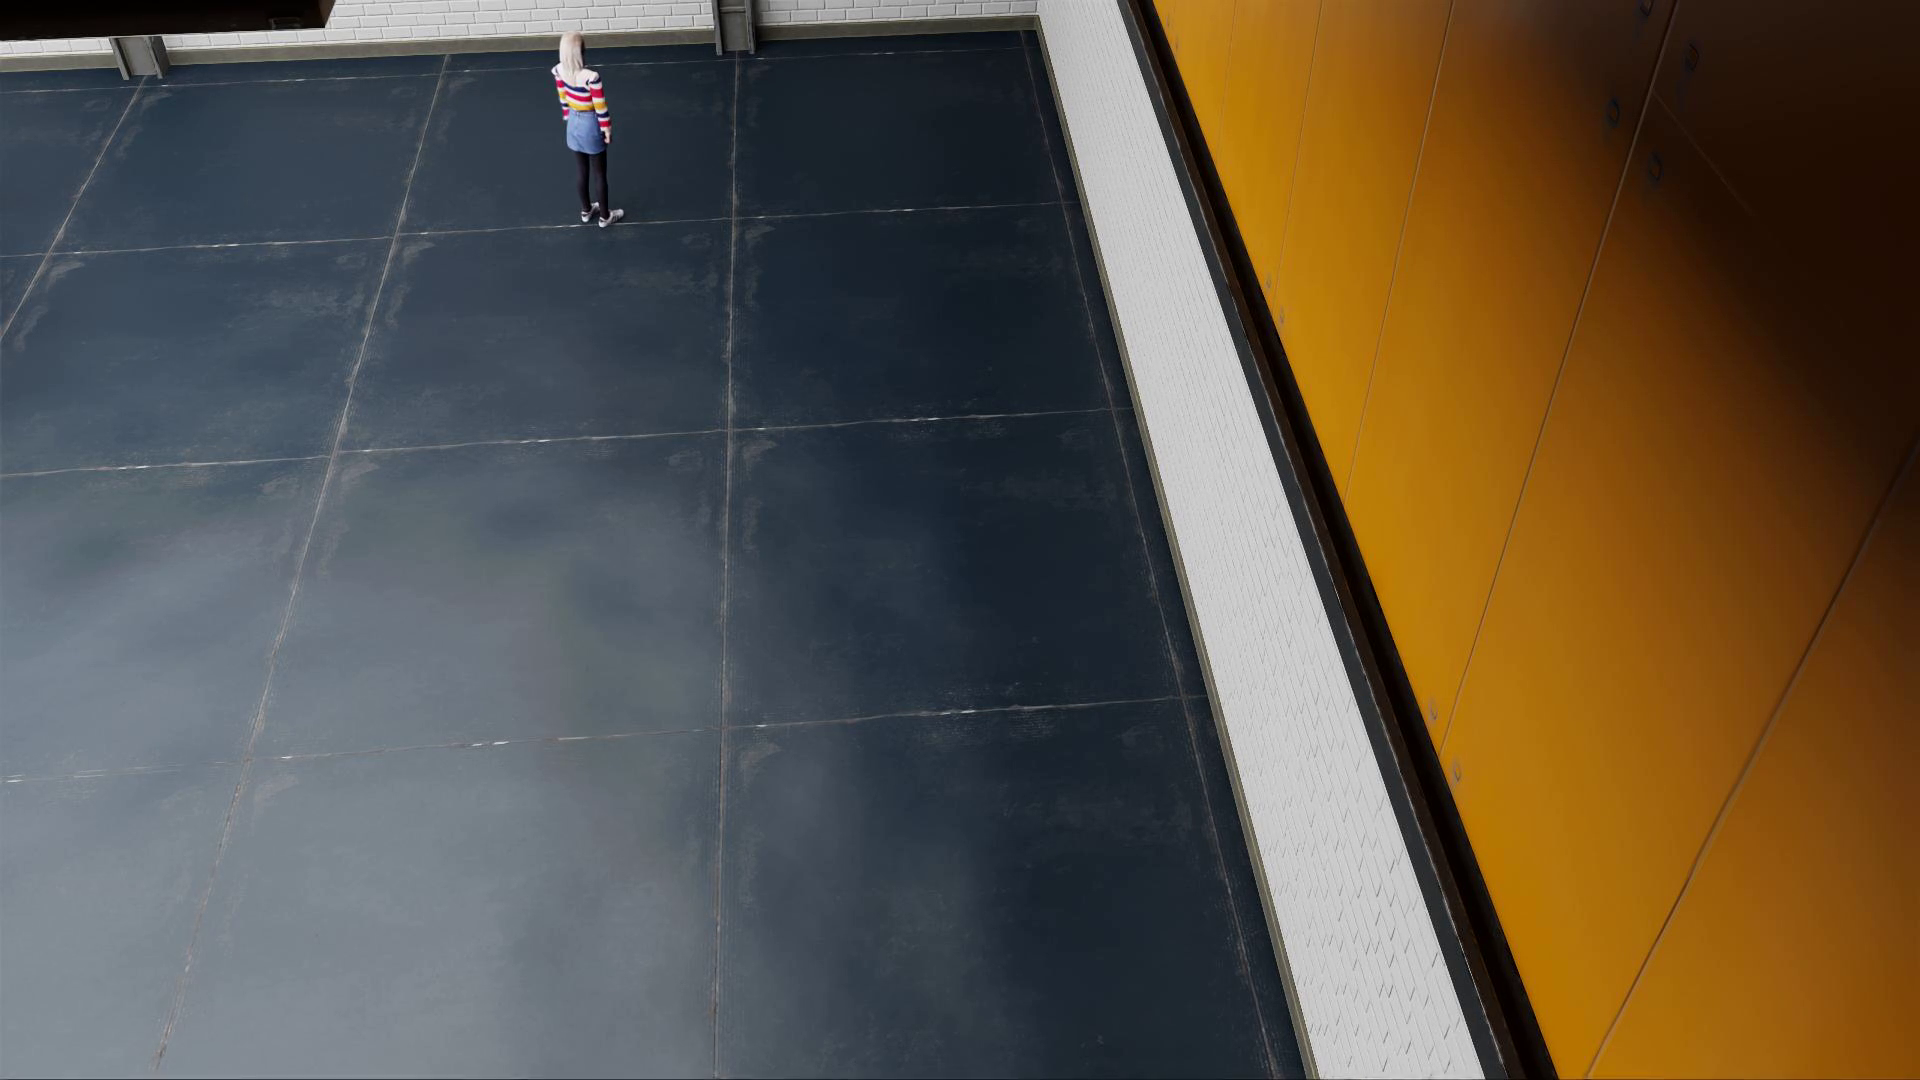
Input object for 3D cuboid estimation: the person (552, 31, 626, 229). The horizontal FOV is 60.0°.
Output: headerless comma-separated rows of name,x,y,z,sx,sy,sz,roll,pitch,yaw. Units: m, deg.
person,-3.244,-3.561,14.410,0.644,1.808,0.771,20,47,19
